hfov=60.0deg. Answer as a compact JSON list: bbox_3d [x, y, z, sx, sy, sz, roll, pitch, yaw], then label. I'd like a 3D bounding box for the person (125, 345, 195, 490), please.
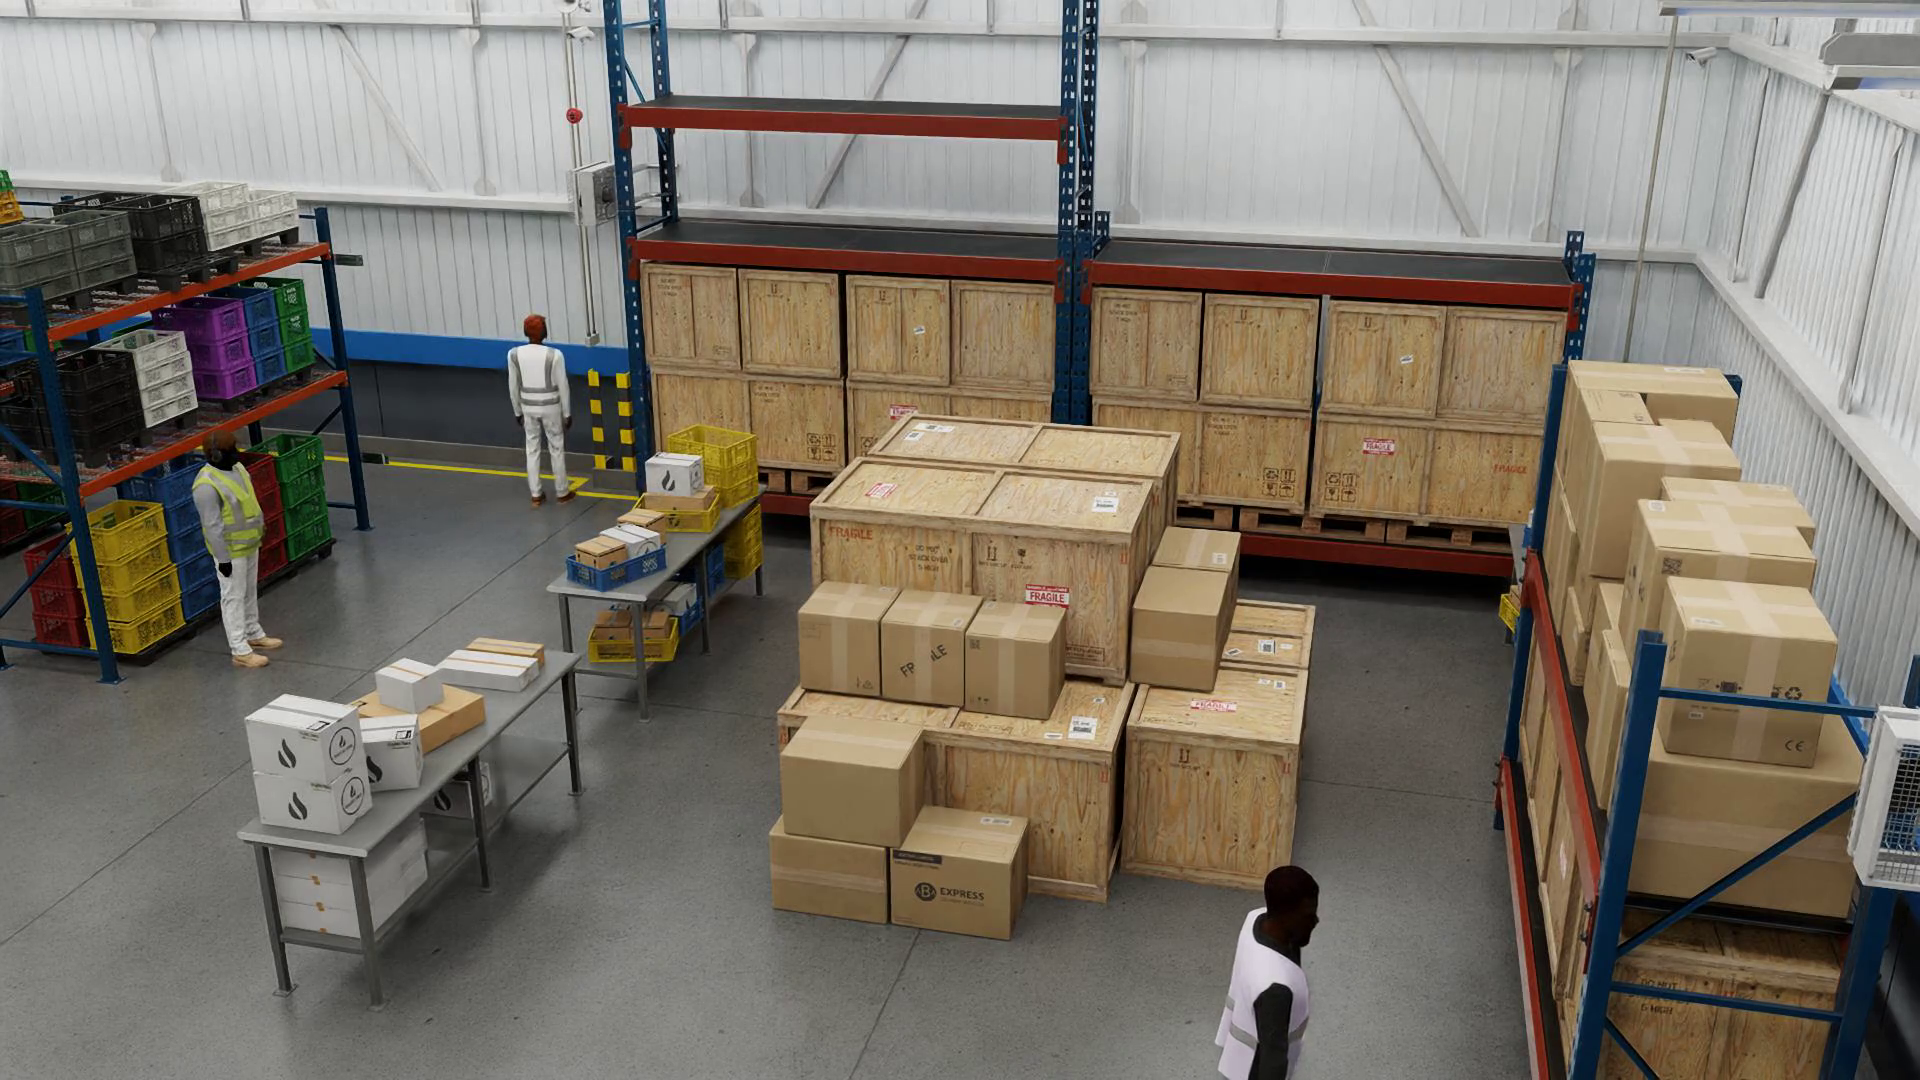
[{"bbox_3d":[-7.136,-0.821,14.837,0.631,1.939,0.369,-2,21,-6],"label":"person"}]

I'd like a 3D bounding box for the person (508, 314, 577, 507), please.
[{"bbox_3d":[-4.022,-1.242,16.014,0.584,1.882,0.337,3,21,7],"label":"person"}]

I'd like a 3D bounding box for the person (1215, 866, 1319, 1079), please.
[{"bbox_3d":[1.262,2.203,6.957,0.386,1.916,0.590,1,21,3],"label":"person"}]

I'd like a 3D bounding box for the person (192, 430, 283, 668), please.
[{"bbox_3d":[-5.511,0.051,12.688,0.429,1.846,0.625,0,21,-1],"label":"person"}]
